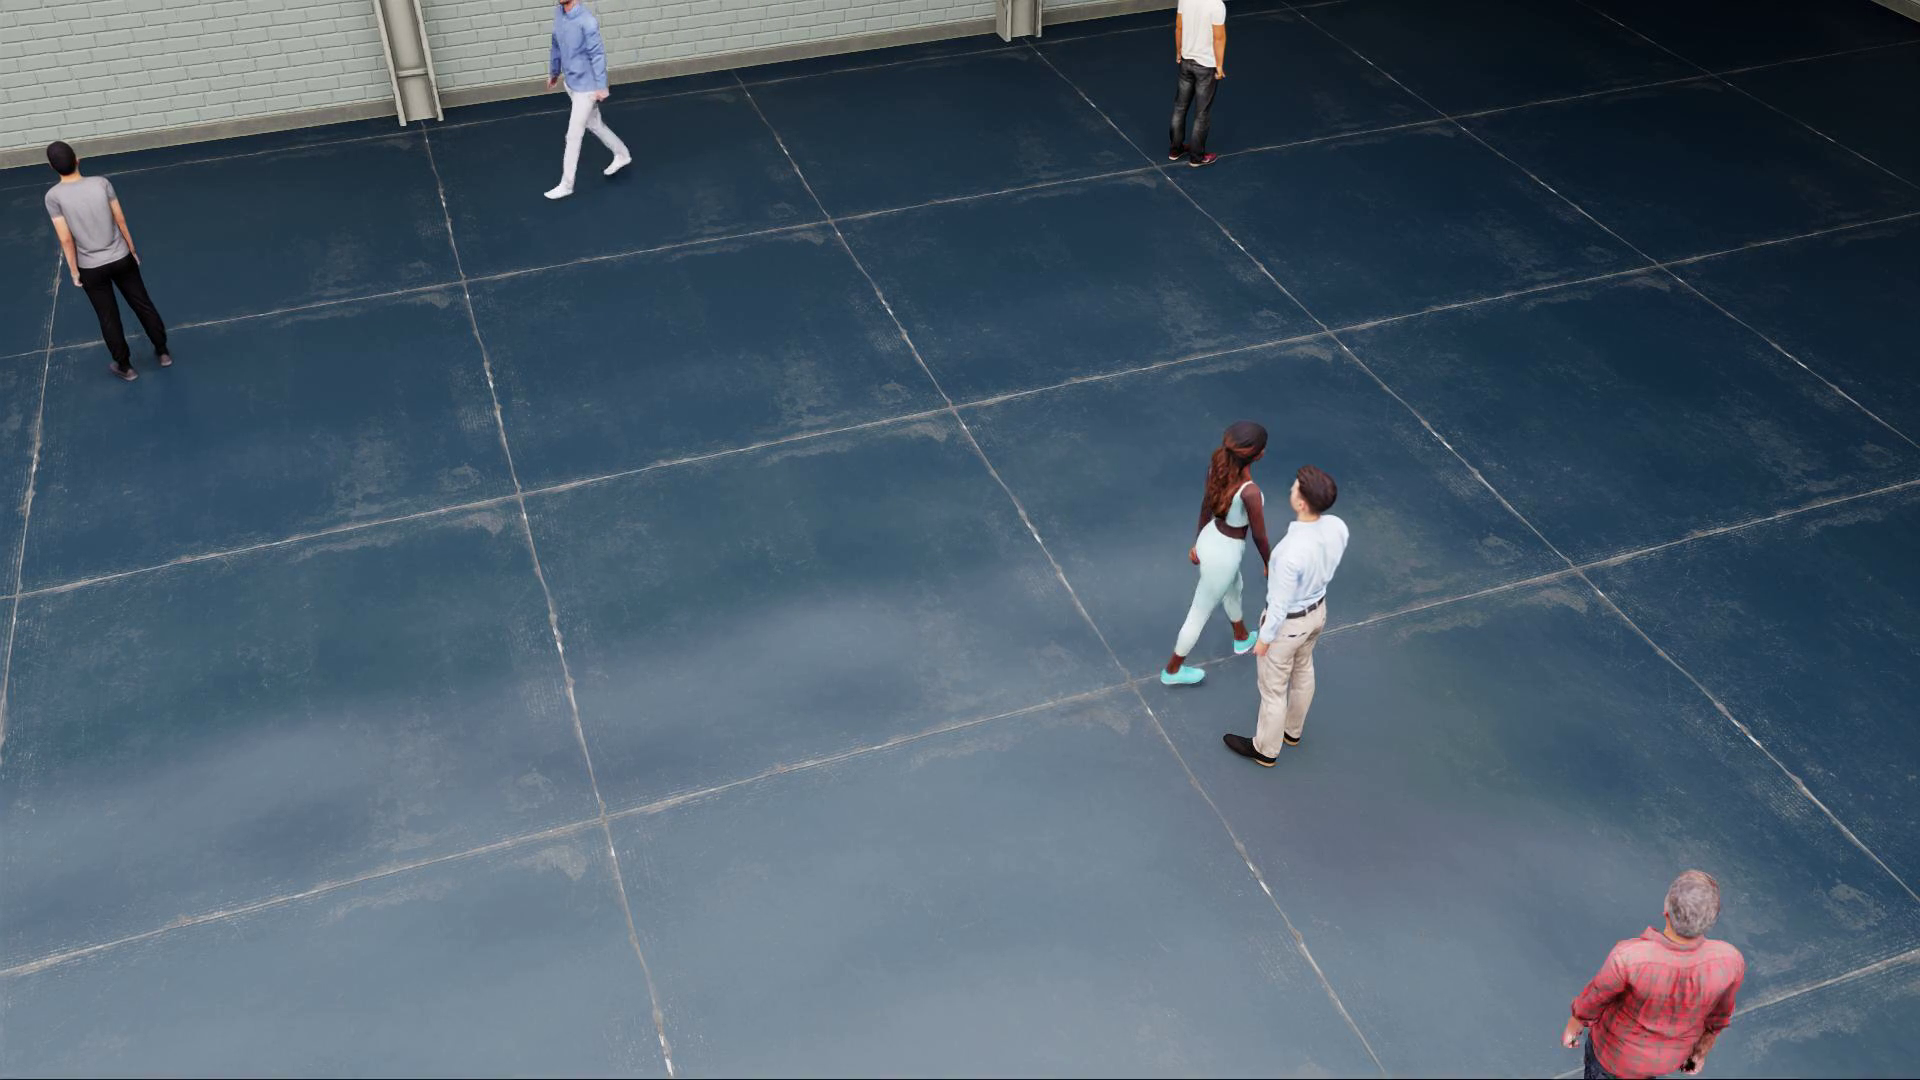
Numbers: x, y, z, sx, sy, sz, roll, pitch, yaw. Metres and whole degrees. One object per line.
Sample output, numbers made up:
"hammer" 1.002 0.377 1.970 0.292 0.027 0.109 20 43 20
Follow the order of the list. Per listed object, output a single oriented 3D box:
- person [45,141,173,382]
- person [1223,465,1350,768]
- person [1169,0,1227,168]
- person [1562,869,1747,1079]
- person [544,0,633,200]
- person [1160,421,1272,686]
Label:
"person" -5.925 -1.935 11.512 0.620 1.753 0.760 -29 47 -32
"person" 1.687 0.399 8.451 0.689 1.848 0.799 -31 48 -33
"person" 2.035 -4.099 14.237 0.716 1.804 0.692 31 47 33
"person" 2.647 2.012 6.412 0.733 1.820 0.870 2 38 2
"person" -3.094 -3.832 13.863 1.246 1.844 0.914 -28 46 -31
"person" 1.321 0.130 8.917 0.948 1.698 0.537 -12 40 -15
